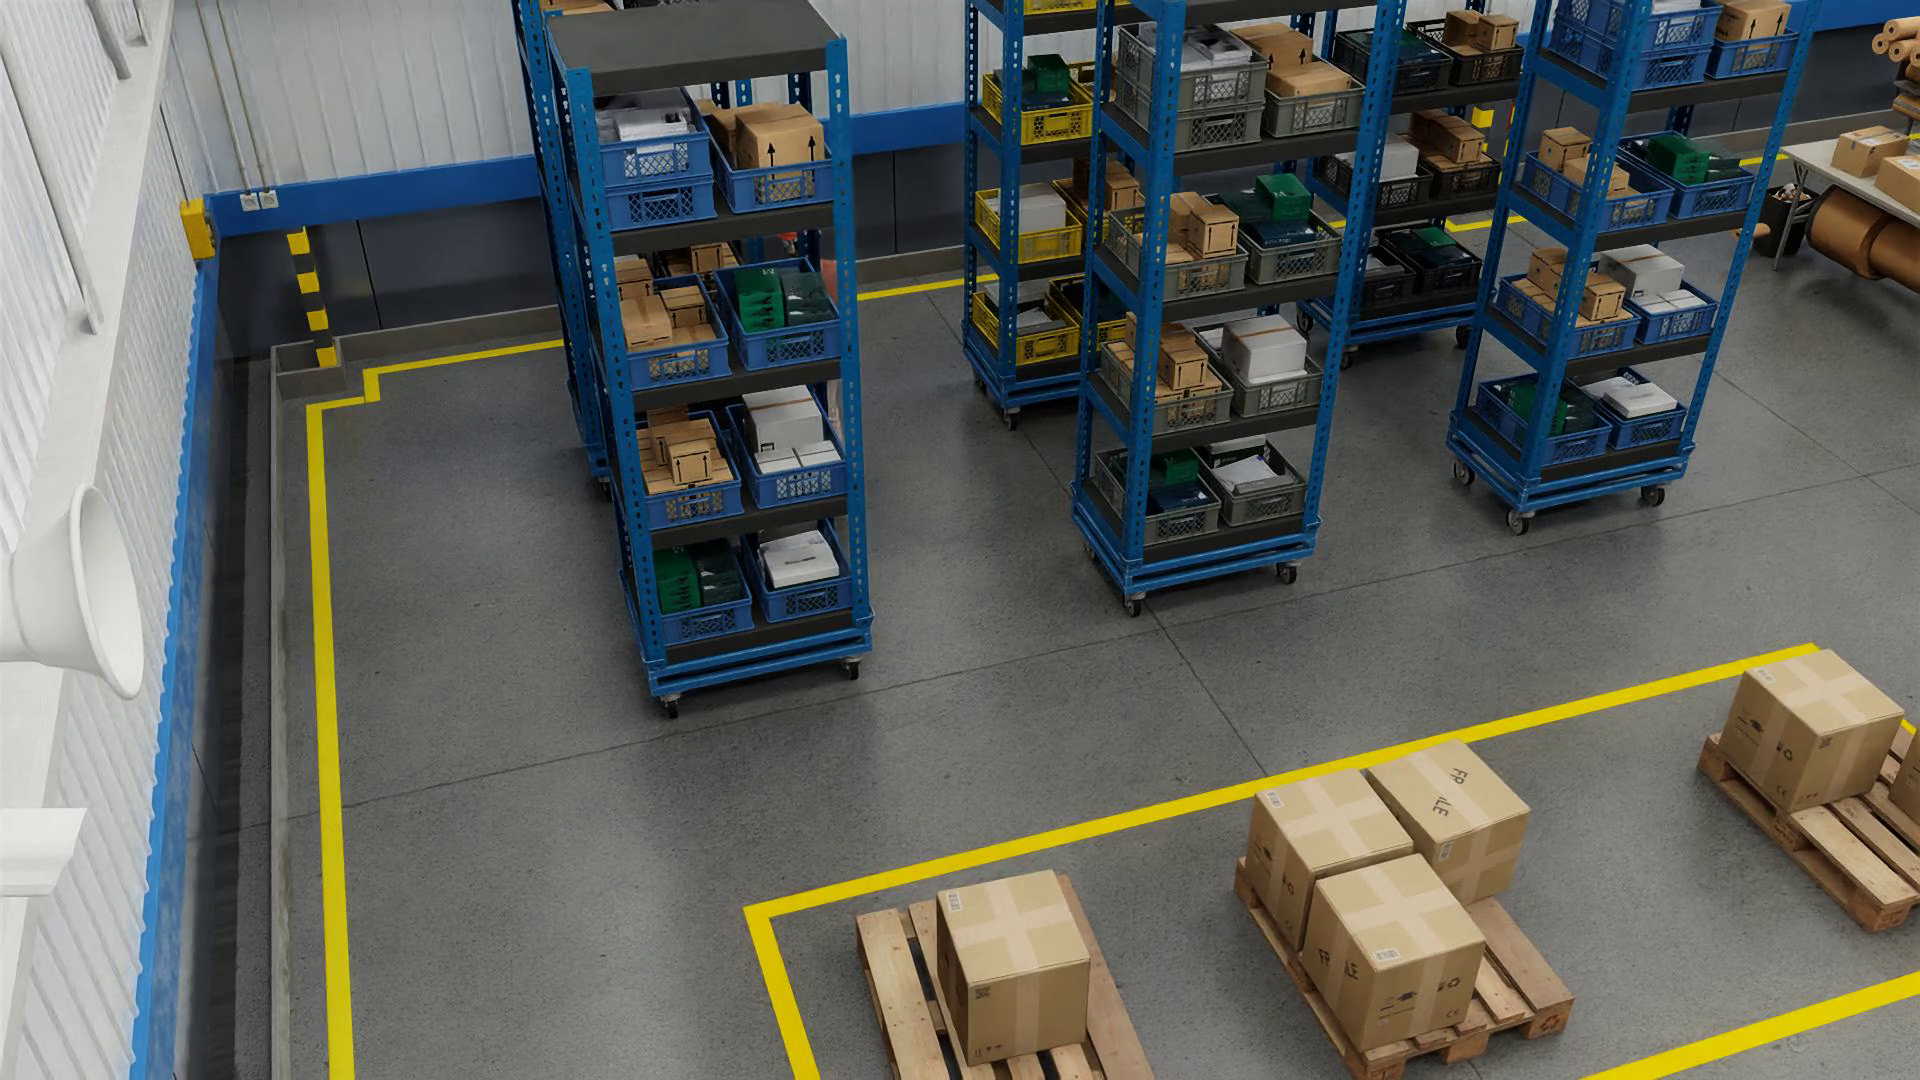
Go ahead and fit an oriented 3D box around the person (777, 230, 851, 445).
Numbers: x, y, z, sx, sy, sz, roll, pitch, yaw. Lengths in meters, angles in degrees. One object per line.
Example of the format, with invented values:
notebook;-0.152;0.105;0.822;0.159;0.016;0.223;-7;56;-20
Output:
person;-0.925;-1.083;10.101;0.626;1.980;0.411;-30;45;-35
